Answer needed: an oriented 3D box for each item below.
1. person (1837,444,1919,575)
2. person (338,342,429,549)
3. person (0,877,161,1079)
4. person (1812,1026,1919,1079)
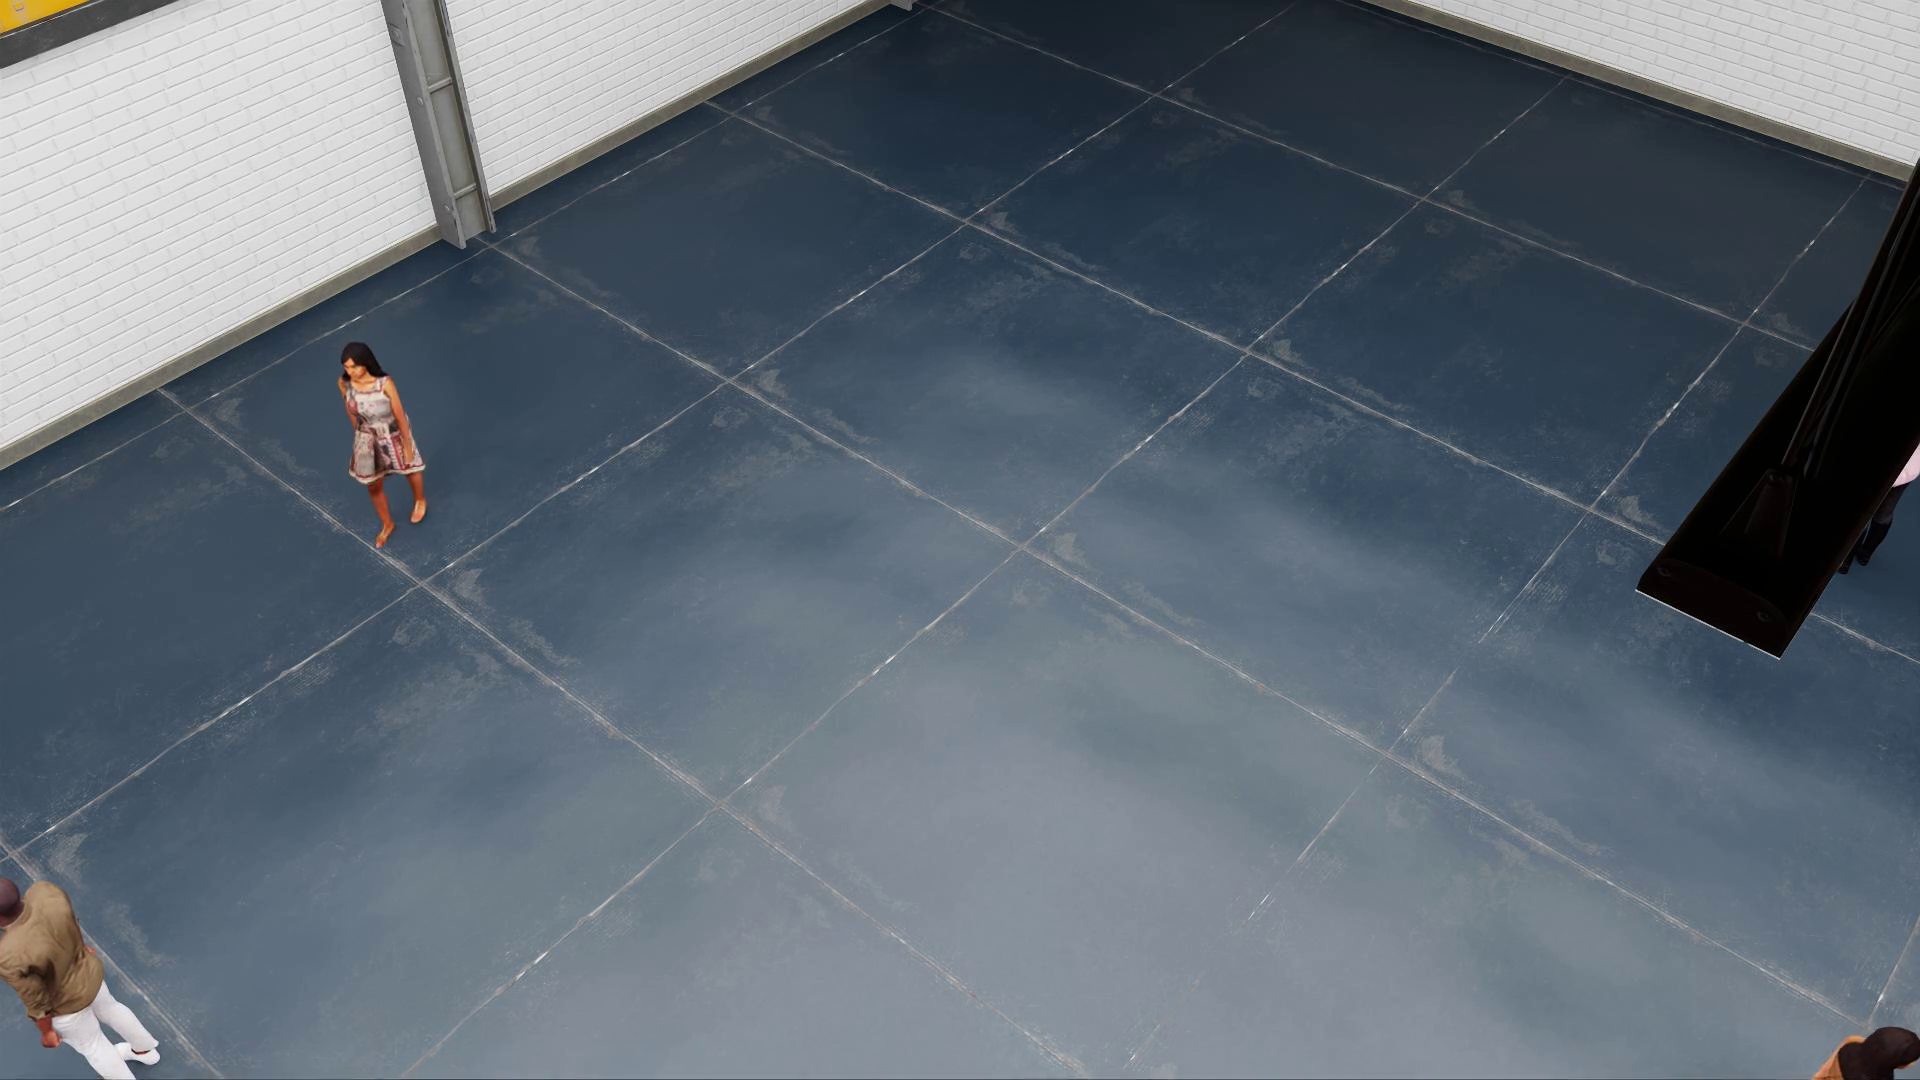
[{"bbox_3d":[6.307,-0.456,11.255,0.636,1.688,0.743,-14,45,-15],"label":"person"},{"bbox_3d":[-3.983,-0.775,11.636,0.860,1.626,0.931,1,44,1],"label":"person"},{"bbox_3d":[-4.463,2.246,8.320,0.854,1.825,0.757,1,44,1],"label":"person"},{"bbox_3d":[4.030,2.797,7.867,1.014,1.652,1.013,0,44,0],"label":"person"}]
